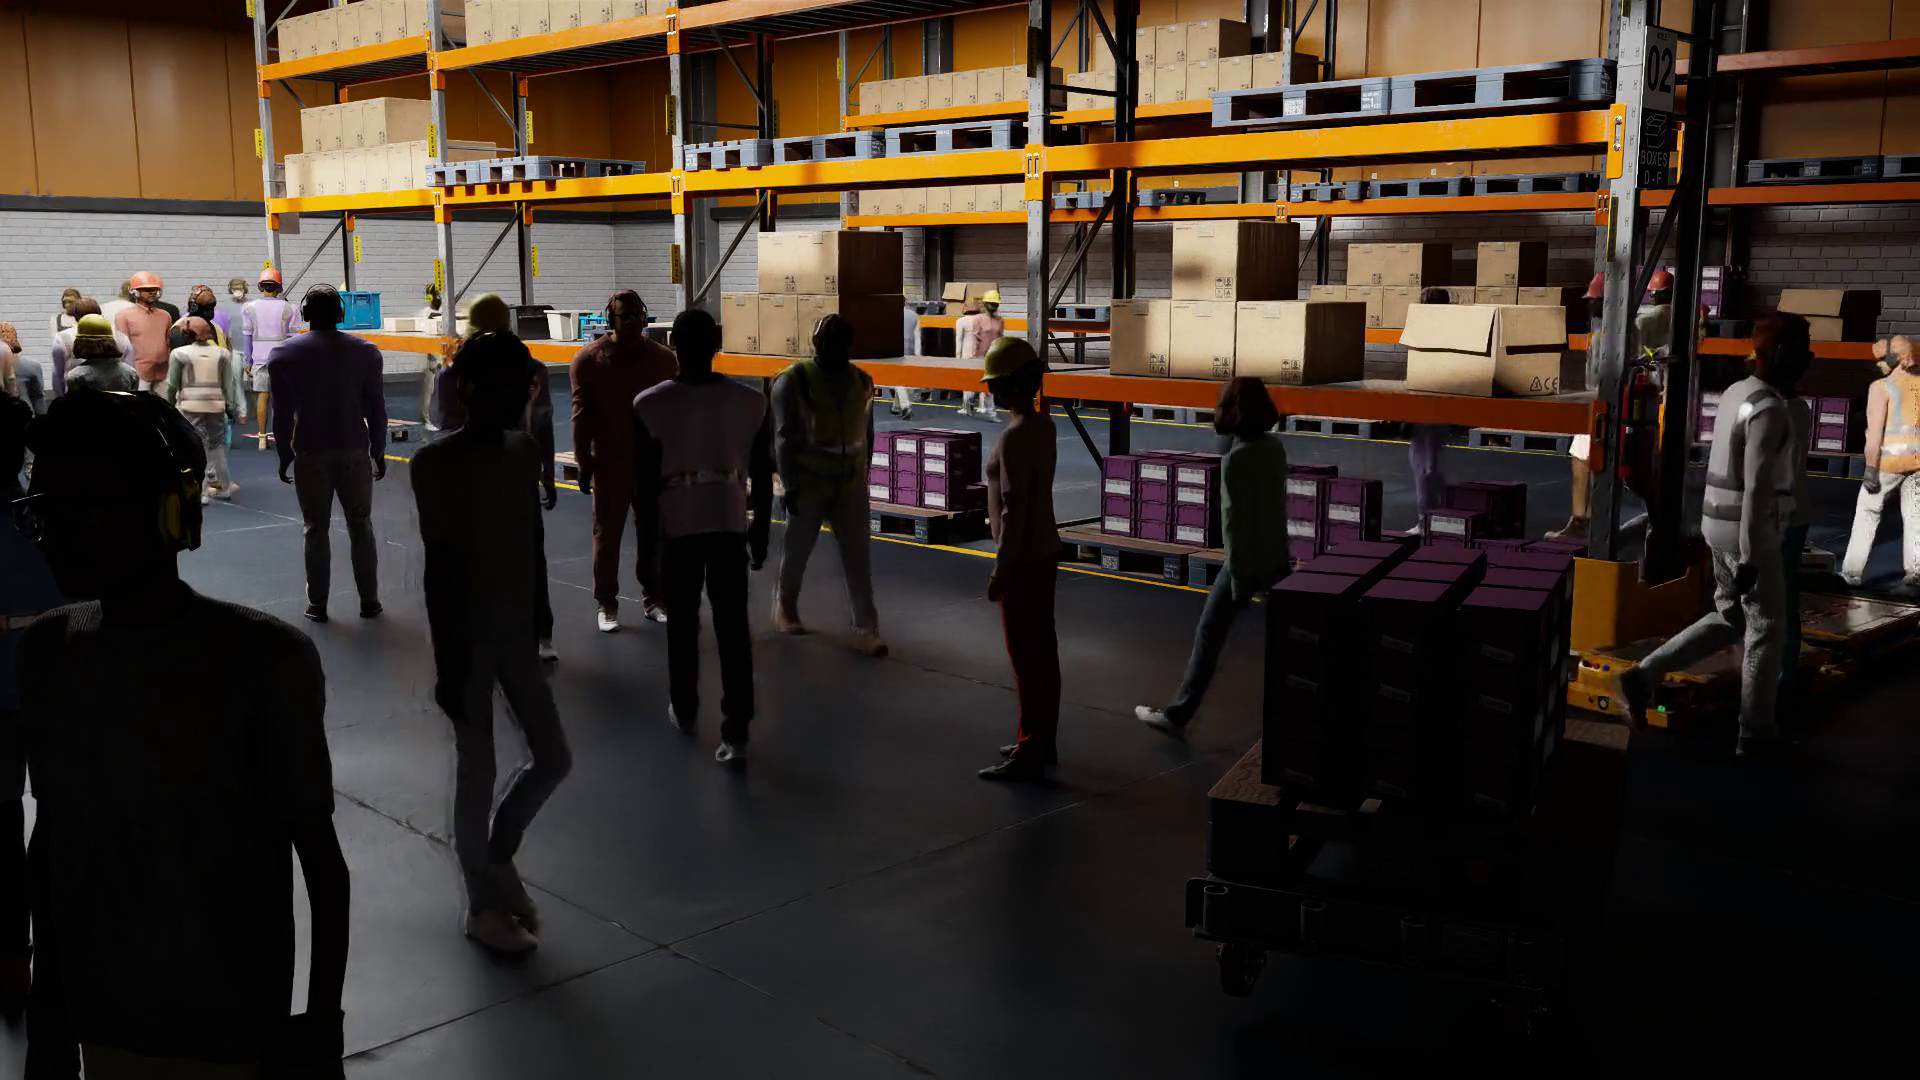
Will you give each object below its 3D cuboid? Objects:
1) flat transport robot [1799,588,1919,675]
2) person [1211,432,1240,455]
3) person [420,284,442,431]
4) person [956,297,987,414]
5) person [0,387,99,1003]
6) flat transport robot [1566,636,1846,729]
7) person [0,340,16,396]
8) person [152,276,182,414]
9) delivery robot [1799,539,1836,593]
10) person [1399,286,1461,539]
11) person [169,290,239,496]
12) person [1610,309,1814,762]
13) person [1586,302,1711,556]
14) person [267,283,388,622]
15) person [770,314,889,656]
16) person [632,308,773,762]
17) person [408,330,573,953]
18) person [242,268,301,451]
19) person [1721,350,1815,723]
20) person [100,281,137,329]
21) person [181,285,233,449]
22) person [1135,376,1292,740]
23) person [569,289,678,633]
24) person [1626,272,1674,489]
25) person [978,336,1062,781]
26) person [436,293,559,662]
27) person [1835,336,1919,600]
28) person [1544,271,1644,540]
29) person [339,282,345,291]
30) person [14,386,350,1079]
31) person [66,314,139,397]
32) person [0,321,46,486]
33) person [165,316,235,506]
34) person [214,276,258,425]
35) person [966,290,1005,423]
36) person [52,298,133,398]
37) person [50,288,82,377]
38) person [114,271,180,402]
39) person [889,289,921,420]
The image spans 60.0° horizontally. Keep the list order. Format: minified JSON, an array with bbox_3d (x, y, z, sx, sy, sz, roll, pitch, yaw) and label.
[{"bbox_3d":[4.563,0.468,8.757,1.431,0.197,0.652,-8,12,-40],"label":"flat transport robot"},{"bbox_3d":[2.644,-1.442,15.052,0.926,2.000,0.710,6,11,31],"label":"person"},{"bbox_3d":[-6.394,-2.249,20.632,0.881,1.834,0.550,3,10,20],"label":"person"},{"bbox_3d":[0.174,-2.578,23.295,0.493,1.627,0.284,-4,10,-25],"label":"person"},{"bbox_3d":[-2.613,0.428,4.632,0.320,1.698,0.537,8,12,40],"label":"person"},{"bbox_3d":[3.463,0.622,7.811,1.431,0.197,0.652,-6,11,-34],"label":"flat transport robot"},{"bbox_3d":[-6.670,-0.742,11.180,0.463,1.902,0.654,6,11,34],"label":"person"},{"bbox_3d":[-9.756,-2.245,20.252,0.611,1.947,0.934,-6,11,-32],"label":"person"},{"bbox_3d":[4.814,0.120,9.731,0.477,0.478,0.707,1,9,4],"label":"delivery robot"},{"bbox_3d":[3.493,-0.936,12.412,0.434,1.895,0.650,7,11,36],"label":"person"},{"bbox_3d":[-6.775,-1.323,14.952,0.429,1.838,0.621,2,9,10],"label":"person"},{"bbox_3d":[3.144,-0.011,6.822,0.723,1.864,0.593,1,9,9],"label":"person"},{"bbox_3d":[4.091,-0.517,9.952,0.733,1.859,0.613,9,13,44],"label":"person"},{"bbox_3d":[-3.617,-0.497,9.573,0.630,1.940,0.372,-4,10,-23],"label":"person"},{"bbox_3d":[-0.736,-0.315,8.935,0.630,1.797,0.989,-5,10,-28],"label":"person"},{"bbox_3d":[-1.067,-0.027,6.956,0.623,1.869,1.007,-3,10,-19],"label":"person"},{"bbox_3d":[-1.377,0.312,4.889,0.383,1.847,0.505,7,11,36],"label":"person"},{"bbox_3d":[-7.663,-2.010,18.577,0.607,2.039,0.397,-3,10,-16],"label":"person"},{"bbox_3d":[3.635,-0.067,7.460,0.330,1.768,0.526,7,11,35],"label":"person"},{"bbox_3d":[-9.439,-1.975,18.773,0.667,1.901,0.586,1,9,5],"label":"person"},{"bbox_3d":[-8.349,-1.906,18.505,0.380,1.841,0.570,6,11,33],"label":"person"},{"bbox_3d":[1.201,0.113,6.931,0.903,1.578,0.486,8,13,42],"label":"person"},{"bbox_3d":[-1.847,-0.444,9.345,0.651,1.907,0.409,-6,11,-33],"label":"person"},{"bbox_3d":[6.359,-1.433,15.137,0.612,1.996,0.389,-2,10,-13],"label":"person"},{"bbox_3d":[0.231,0.076,6.610,0.327,1.761,0.522,3,10,18],"label":"person"},{"bbox_3d":[-2.325,-0.299,8.479,0.597,1.888,0.857,-4,10,-23],"label":"person"},{"bbox_3d":[5.739,-0.456,10.299,0.554,1.599,0.747,-3,10,-18],"label":"person"},{"bbox_3d":[4.723,-0.921,11.943,0.610,2.015,0.865,-9,13,-42],"label":"person"},{"bbox_3d":[-9.054,-2.923,24.758,0.589,1.837,0.404,2,9,12],"label":"person"},{"bbox_3d":[-1.111,0.712,2.371,0.534,1.868,0.309,2,10,14],"label":"person"},{"bbox_3d":[-5.377,-0.547,10.473,0.324,1.743,0.490,4,10,24],"label":"person"},{"bbox_3d":[-7.140,-0.825,12.518,0.498,1.633,0.285,-9,13,-44],"label":"person"},{"bbox_3d":[-6.551,-1.107,14.297,0.552,1.621,0.527,9,13,43],"label":"person"},{"bbox_3d":[-9.350,-2.456,21.644,0.638,1.927,0.432,-2,10,-14],"label":"person"},{"bbox_3d":[0.338,-2.411,21.873,0.541,1.748,0.502,-6,11,-34],"label":"person"},{"bbox_3d":[-7.346,-1.158,14.138,0.606,1.789,0.953,-8,12,-40],"label":"person"},{"bbox_3d":[-10.275,-2.030,19.398,0.501,1.819,0.910,-1,9,-7],"label":"person"},{"bbox_3d":[-7.978,-1.634,16.366,0.374,1.997,0.613,5,10,26],"label":"person"},{"bbox_3d":[-0.809,-2.517,22.434,0.588,1.796,0.911,-4,10,-24],"label":"person"}]
